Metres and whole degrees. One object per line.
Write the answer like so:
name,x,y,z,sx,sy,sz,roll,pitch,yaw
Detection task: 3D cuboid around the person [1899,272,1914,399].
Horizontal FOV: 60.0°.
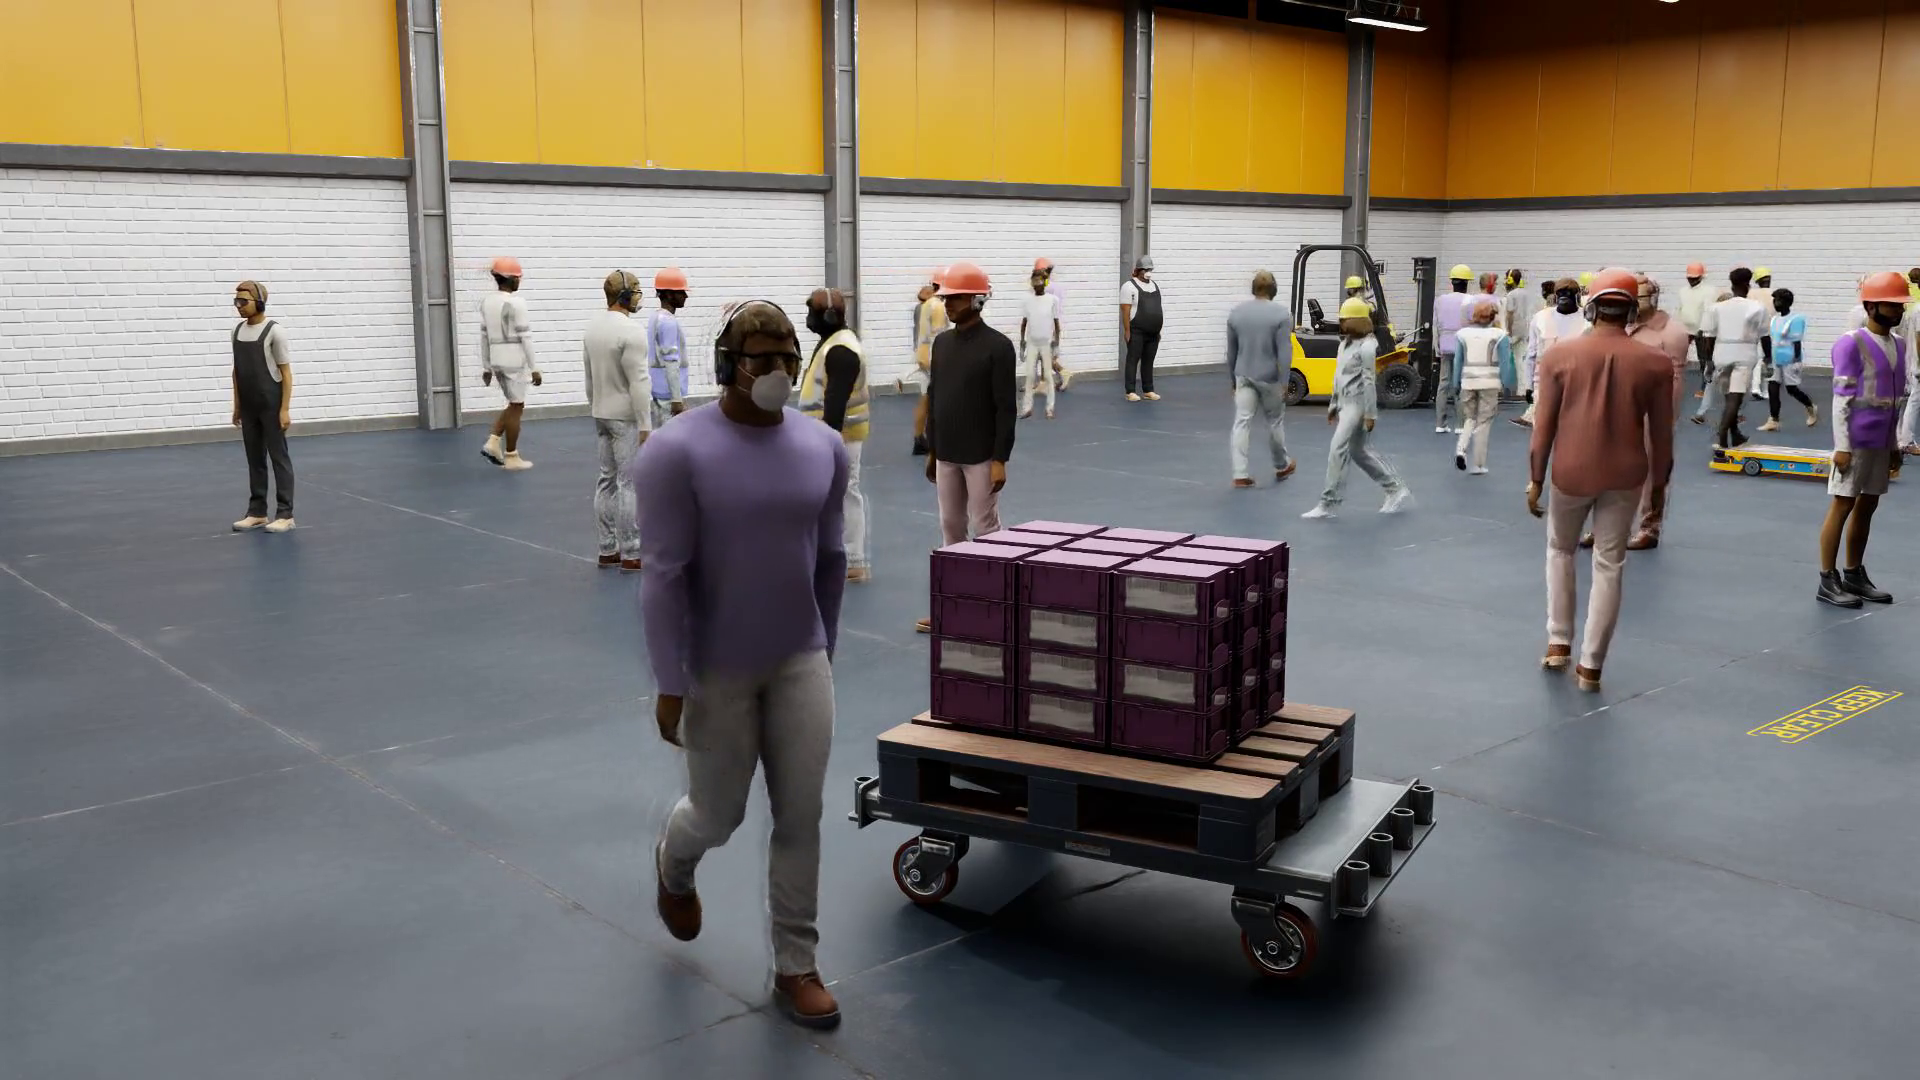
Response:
person,13.101,-2.825,23.185,0.905,1.790,0.591,8,12,38

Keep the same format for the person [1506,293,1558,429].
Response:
person,6.802,-2.039,19.179,0.851,1.586,0.518,2,10,13

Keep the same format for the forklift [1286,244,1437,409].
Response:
forklift,5.256,-2.933,22.661,2.313,2.155,1.214,3,10,16

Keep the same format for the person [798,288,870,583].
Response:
person,-0.857,-0.627,10.231,0.597,1.823,0.661,-2,10,-13

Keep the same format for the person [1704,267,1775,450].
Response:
person,7.970,-1.838,17.109,1.022,1.921,0.628,-8,12,-38

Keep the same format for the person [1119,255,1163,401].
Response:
person,2.594,-2.968,23.319,0.688,2.000,0.539,-7,12,-36

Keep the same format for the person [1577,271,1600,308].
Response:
person,7.527,-2.230,19.507,0.591,1.863,1.000,3,10,16

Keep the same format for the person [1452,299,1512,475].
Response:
person,4.836,-1.408,15.381,0.525,1.624,0.369,9,13,44

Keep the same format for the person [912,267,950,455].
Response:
person,-0.259,-1.798,16.860,0.514,1.905,0.607,-3,10,-17

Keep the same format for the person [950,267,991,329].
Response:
person,0.108,-1.734,16.460,0.469,1.914,0.587,-8,13,-39

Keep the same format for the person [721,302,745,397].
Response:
person,-1.887,-1.217,14.248,0.315,1.636,0.514,-8,13,-40

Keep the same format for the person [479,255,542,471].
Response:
person,-4.203,-1.647,15.618,0.620,2.026,0.427,9,13,43

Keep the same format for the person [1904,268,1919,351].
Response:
person,14.645,-3.260,25.614,0.623,1.844,0.429,5,11,28

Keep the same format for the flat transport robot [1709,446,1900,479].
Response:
flat transport robot,7.737,-0.709,15.266,0.652,0.197,1.431,-8,13,-41

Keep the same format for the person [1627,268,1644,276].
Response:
person,7.262,-2.023,18.226,0.458,1.886,0.671,8,12,38

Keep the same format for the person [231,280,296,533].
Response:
person,-5.125,-0.972,12.200,0.507,1.847,0.351,4,10,22

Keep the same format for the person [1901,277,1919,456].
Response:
person,9.820,-1.797,16.945,0.325,1.876,0.524,6,11,30

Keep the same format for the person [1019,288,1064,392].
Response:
person,1.294,-3.133,24.781,0.723,1.871,0.657,-9,13,-42

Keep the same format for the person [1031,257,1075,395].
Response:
person,1.338,-3.102,24.204,0.686,2.007,0.627,5,11,27

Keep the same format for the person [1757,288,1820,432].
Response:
person,9.590,-2.065,19.144,0.709,1.666,0.536,-2,10,-10

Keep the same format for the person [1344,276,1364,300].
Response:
person,5.757,-2.923,23.917,0.588,1.741,0.526,2,10,14

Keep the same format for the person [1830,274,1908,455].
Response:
person,9.084,-1.704,16.488,0.671,1.855,0.947,-4,11,-23

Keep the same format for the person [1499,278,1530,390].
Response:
person,8.077,-2.978,24.316,0.896,1.712,0.518,-1,10,-5

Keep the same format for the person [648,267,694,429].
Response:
person,-2.248,-1.159,13.029,0.362,1.935,0.553,-4,10,-20

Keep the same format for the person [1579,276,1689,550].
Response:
person,4.549,-0.848,11.346,0.754,1.880,0.681,-5,11,-28

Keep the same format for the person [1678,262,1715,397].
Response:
person,10.427,-2.980,23.699,0.985,1.925,0.605,-6,11,-32

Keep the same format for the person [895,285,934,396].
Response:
person,-0.584,-2.750,23.268,0.563,1.612,0.535,-4,11,-24

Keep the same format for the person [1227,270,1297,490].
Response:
person,2.671,-1.409,14.623,0.655,1.888,0.985,7,12,34

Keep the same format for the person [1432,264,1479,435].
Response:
person,5.638,-2.154,18.882,0.362,1.928,0.587,-9,13,-41

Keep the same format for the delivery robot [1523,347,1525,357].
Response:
delivery robot,9.725,-3.289,29.264,0.477,0.478,0.707,5,11,25

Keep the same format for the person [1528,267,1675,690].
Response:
person,3.033,-0.300,7.893,0.652,1.965,0.668,3,10,16

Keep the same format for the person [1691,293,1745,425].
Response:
person,9.150,-2.153,19.886,0.883,1.581,0.506,-7,12,-36

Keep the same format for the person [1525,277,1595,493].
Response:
person,5.110,-1.298,14.123,0.625,1.844,0.429,5,11,26

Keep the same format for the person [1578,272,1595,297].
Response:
person,8.413,-2.678,22.284,0.606,1.808,0.448,-7,12,-37

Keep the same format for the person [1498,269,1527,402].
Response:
person,7.639,-2.850,23.212,0.519,1.836,0.714,-9,13,-42

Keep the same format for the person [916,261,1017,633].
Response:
person,0.033,-0.464,8.792,0.385,1.994,0.614,-9,14,-44

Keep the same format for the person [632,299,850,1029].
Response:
person,-0.597,0.311,4.490,0.635,1.918,0.709,-6,12,-33

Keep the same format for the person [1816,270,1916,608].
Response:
person,5.264,-0.579,9.625,0.542,1.939,0.366,-5,11,-26

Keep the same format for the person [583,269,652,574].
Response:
person,-2.160,-0.753,10.647,0.355,1.938,0.637,-8,13,-41

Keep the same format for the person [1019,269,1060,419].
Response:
person,0.988,-2.428,20.663,0.528,1.869,0.319,3,10,16

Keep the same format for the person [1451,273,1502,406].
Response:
person,6.496,-2.438,20.853,0.676,1.822,0.566,-4,10,-20

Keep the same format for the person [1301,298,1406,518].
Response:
person,3.096,-1.021,12.889,0.842,1.714,0.489,-1,10,-8

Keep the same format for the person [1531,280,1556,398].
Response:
person,8.408,-2.831,23.544,0.480,1.677,0.554,9,13,41

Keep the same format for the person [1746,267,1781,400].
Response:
person,11.311,-2.892,23.396,0.630,1.877,0.856,5,11,27
